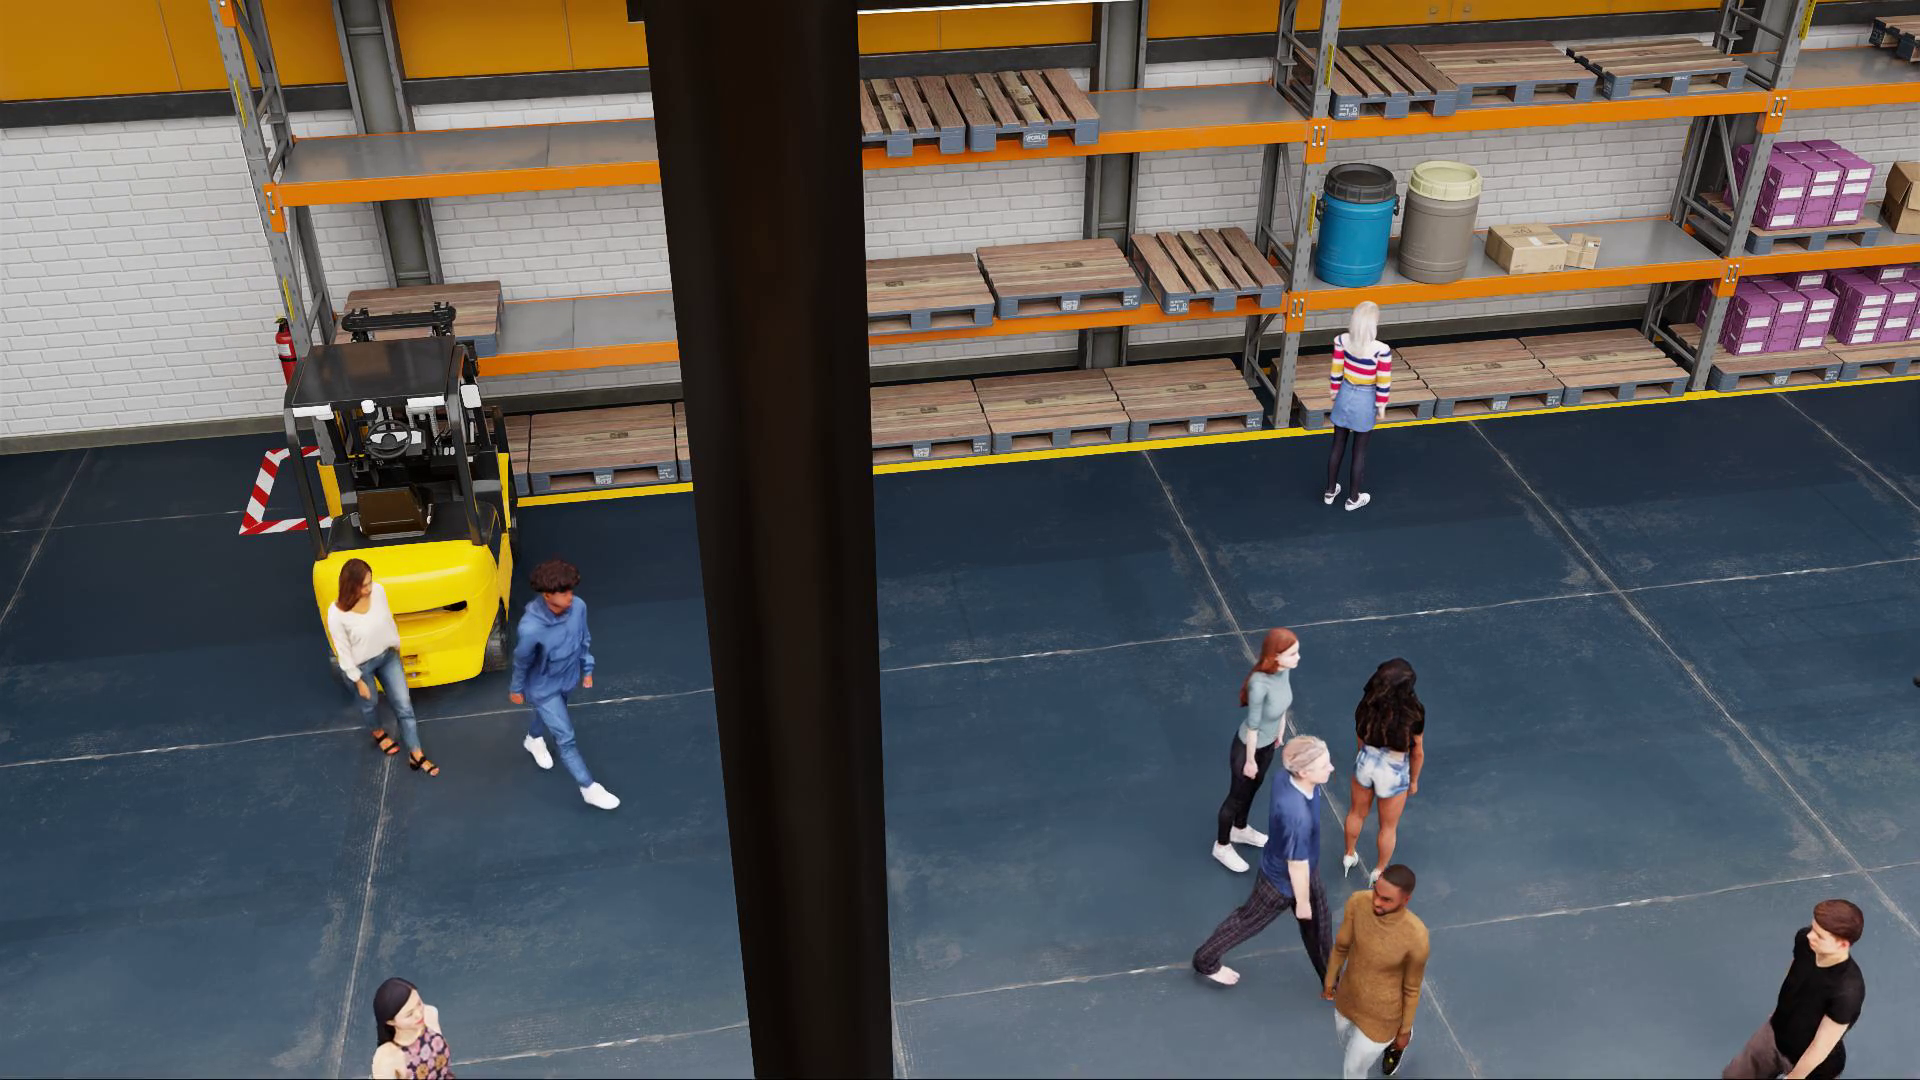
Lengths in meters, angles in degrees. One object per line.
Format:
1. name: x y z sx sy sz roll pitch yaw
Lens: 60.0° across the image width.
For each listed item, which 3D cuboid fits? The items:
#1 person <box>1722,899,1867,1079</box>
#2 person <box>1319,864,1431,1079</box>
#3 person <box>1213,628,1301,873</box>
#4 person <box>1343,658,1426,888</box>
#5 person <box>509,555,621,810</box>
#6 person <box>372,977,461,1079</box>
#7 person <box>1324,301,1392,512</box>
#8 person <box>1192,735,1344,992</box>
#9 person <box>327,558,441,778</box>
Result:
1. person: 4.107 2.413 7.923 0.715 1.843 0.685 -6 34 -8
2. person: 2.078 2.246 8.221 1.207 1.792 1.011 -26 42 -33
3. person: 1.746 1.219 9.817 0.734 1.736 0.666 24 40 31
4. person: 2.458 1.365 9.697 0.662 1.626 0.715 24 41 32
5. person: -2.611 0.838 10.383 1.257 1.744 1.189 22 39 29
6. person: -2.526 2.656 7.656 1.214 1.736 1.014 13 36 19
7. person: 3.139 -1.076 13.204 0.716 1.808 0.757 24 40 31
8. person: 1.651 1.785 8.896 1.314 1.813 1.022 8 35 12
9. person: -3.811 0.748 10.608 0.996 1.645 0.965 24 41 32
